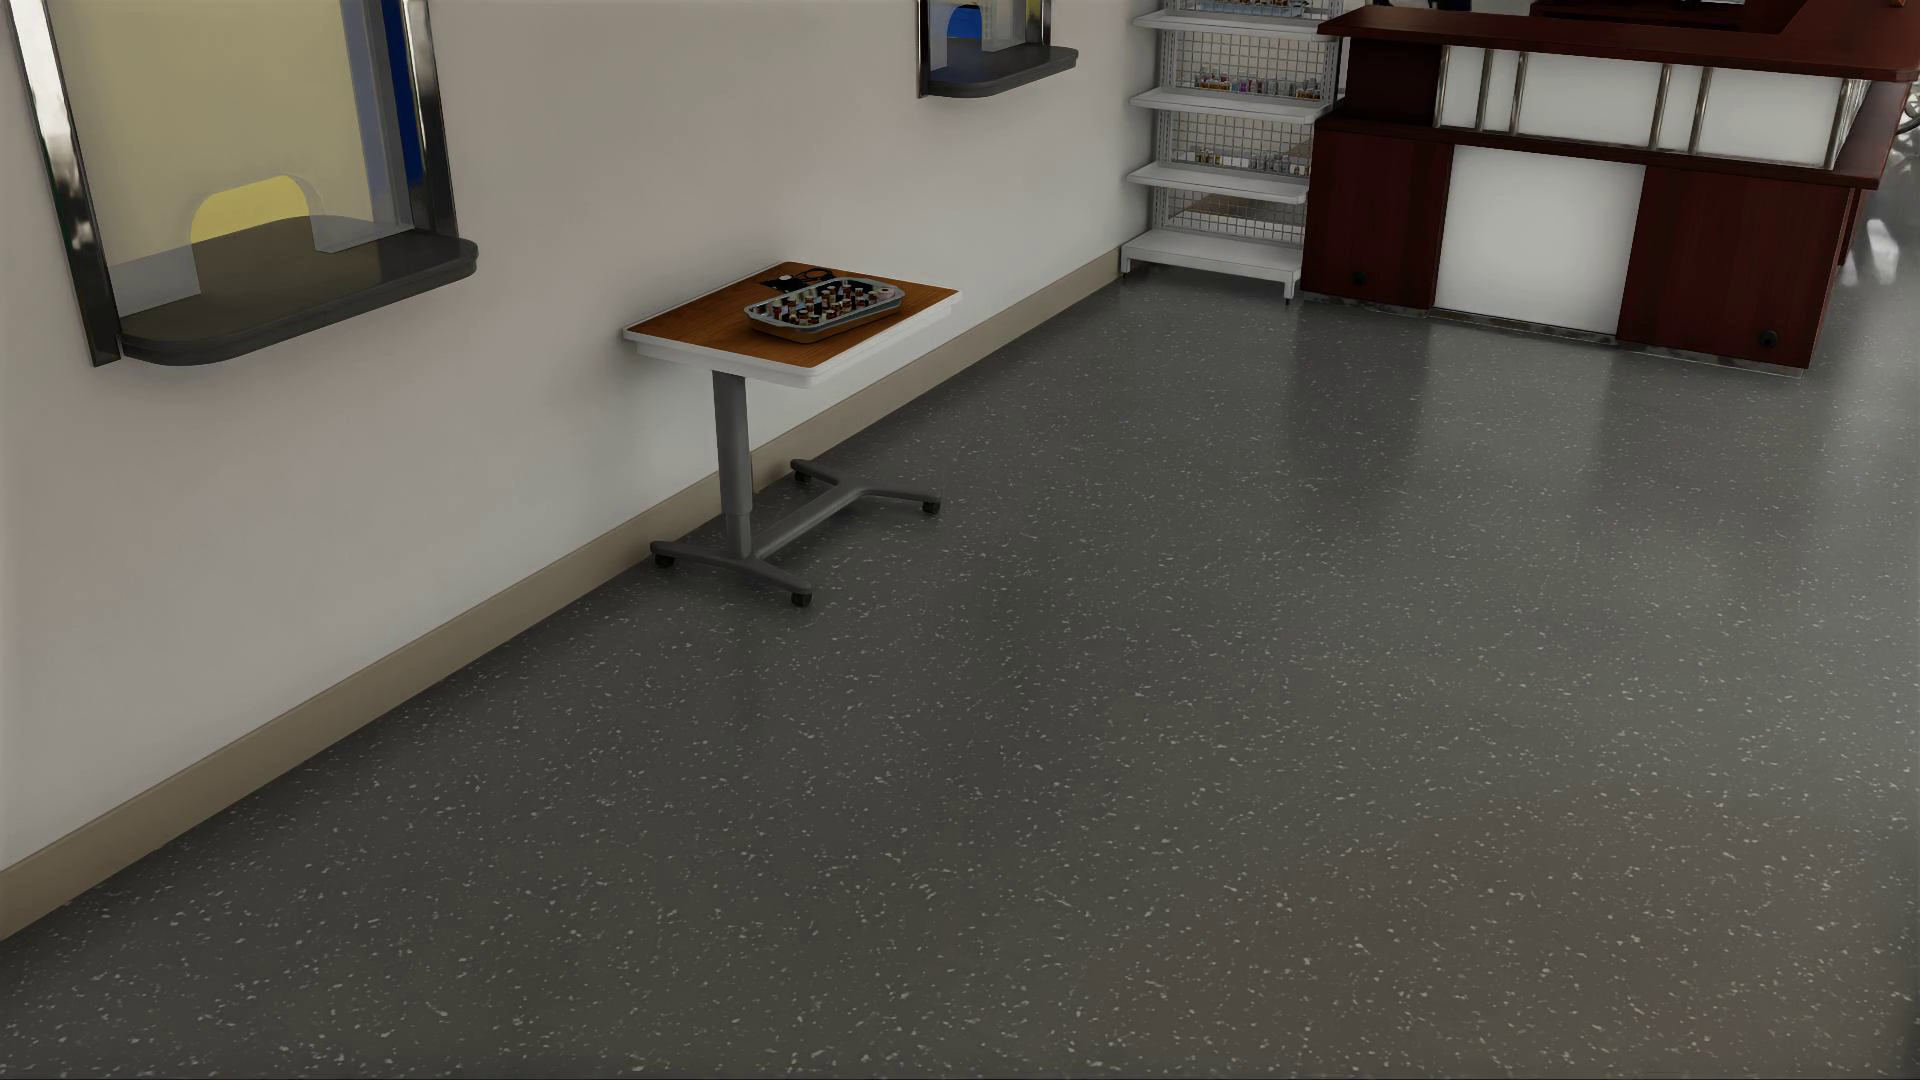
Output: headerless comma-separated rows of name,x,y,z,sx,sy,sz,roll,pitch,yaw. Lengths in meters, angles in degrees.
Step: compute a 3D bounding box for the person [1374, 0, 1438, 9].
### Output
person,4.328,-6.097,16.387,1.036,1.716,0.686,17,30,31
